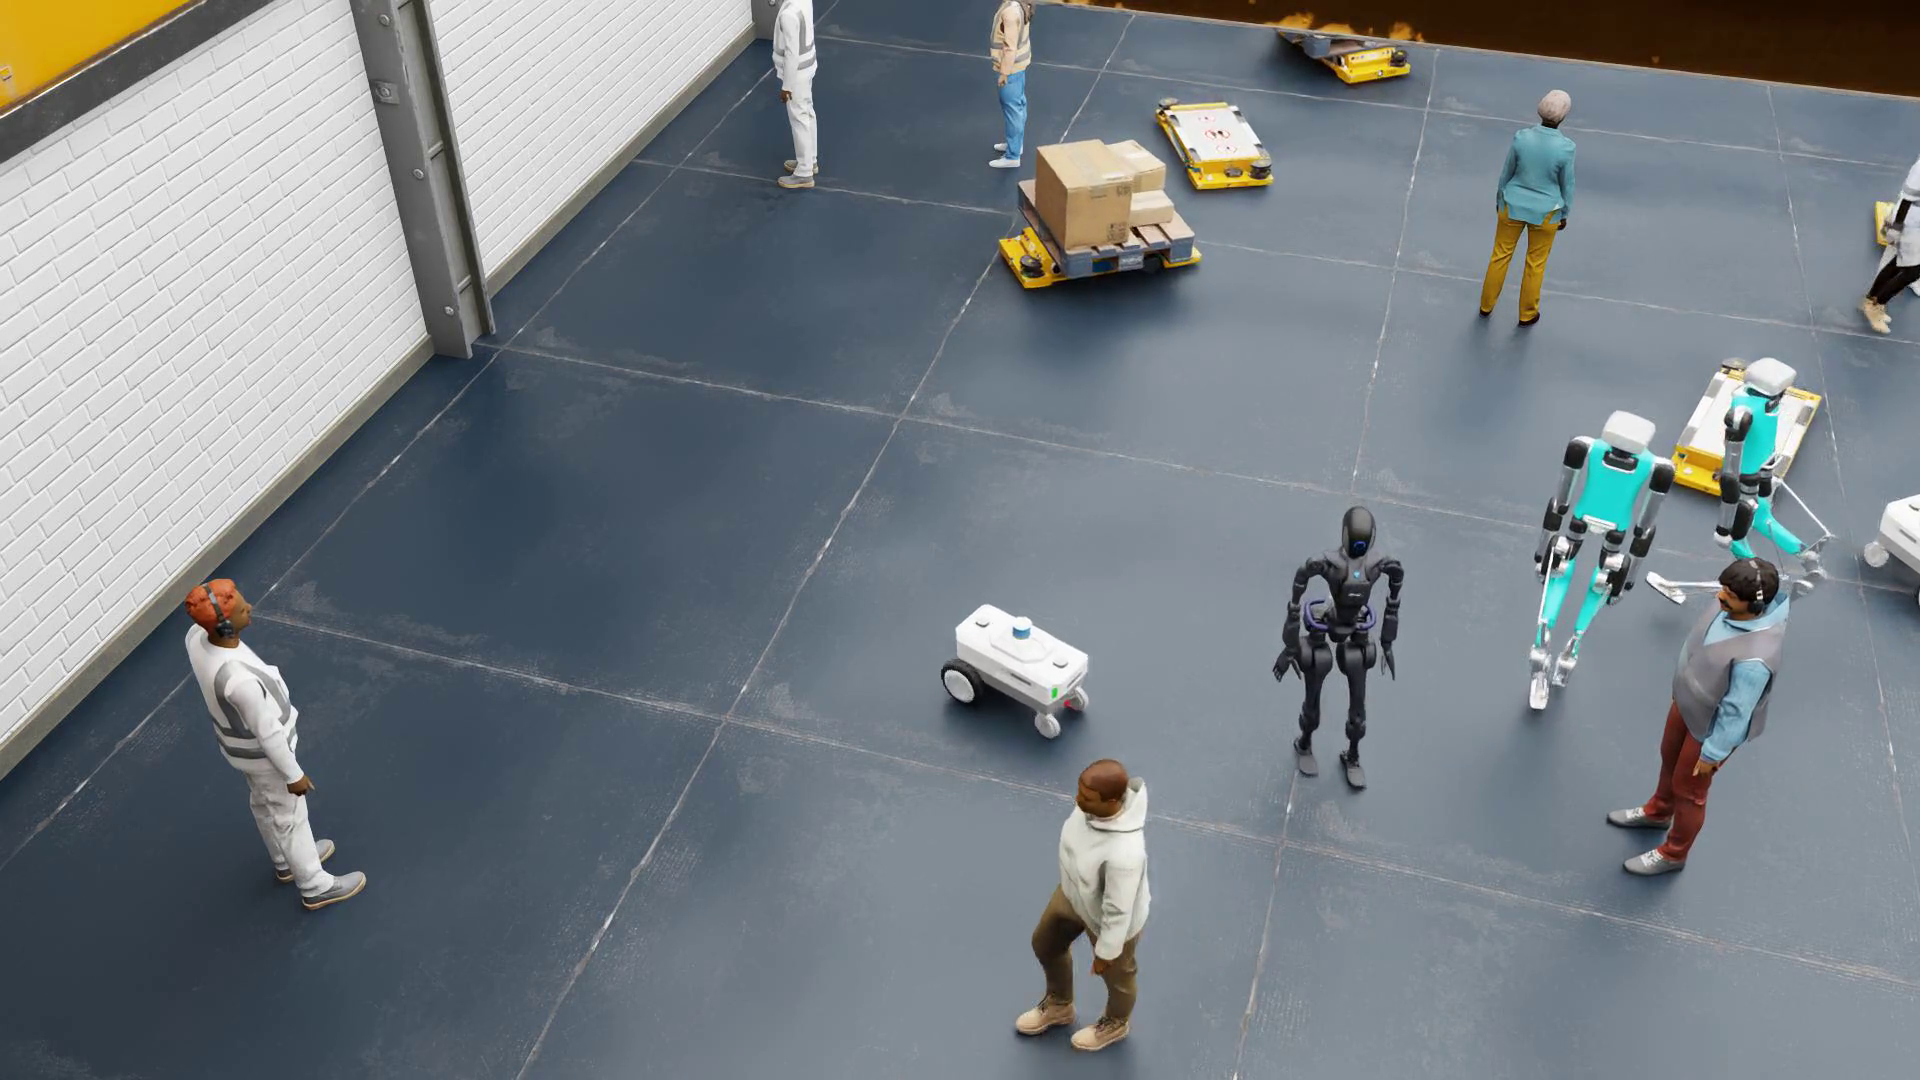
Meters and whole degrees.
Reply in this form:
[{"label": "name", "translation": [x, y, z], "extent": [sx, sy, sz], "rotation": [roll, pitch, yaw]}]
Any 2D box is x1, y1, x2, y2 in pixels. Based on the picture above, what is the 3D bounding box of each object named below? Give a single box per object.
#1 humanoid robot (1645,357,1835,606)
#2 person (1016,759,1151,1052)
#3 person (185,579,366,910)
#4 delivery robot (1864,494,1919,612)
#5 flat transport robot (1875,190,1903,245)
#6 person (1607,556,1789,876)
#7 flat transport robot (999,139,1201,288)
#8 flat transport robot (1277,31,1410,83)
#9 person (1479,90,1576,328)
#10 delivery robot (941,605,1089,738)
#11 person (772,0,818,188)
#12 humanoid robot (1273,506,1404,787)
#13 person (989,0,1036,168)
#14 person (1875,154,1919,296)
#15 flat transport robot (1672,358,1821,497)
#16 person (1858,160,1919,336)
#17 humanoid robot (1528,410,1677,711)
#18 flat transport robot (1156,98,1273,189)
[{"label": "humanoid robot", "translation": [4.375, -0.121, 8.968], "extent": [1.005, 1.705, 0.530], "rotation": [31, 48, 33]}, {"label": "person", "translation": [0.491, 1.560, 6.873], "extent": [0.627, 1.746, 0.550], "rotation": [-14, 41, -17]}, {"label": "person", "translation": [-3.152, 0.934, 7.556], "extent": [0.355, 1.882, 0.573], "rotation": [-30, 48, -32]}, {"label": "delivery robot", "translation": [5.715, 0.076, 9.668], "extent": [0.499, 0.577, 0.769], "rotation": [-14, 41, -17]}, {"label": "flat transport robot", "translation": [7.957, -2.400, 12.990], "extent": [1.431, 0.231, 0.659], "rotation": [14, 41, 16]}, {"label": "person", "translation": [3.473, 0.823, 7.705], "extent": [0.422, 1.869, 0.546], "rotation": [3, 39, 3]}, {"label": "flat transport robot", "translation": [1.076, -2.266, 12.823], "extent": [1.431, 0.231, 0.659], "rotation": [-10, 40, -13]}, {"label": "flat transport robot", "translation": [3.642, -4.768, 15.935], "extent": [0.659, 0.231, 1.431], "rotation": [-14, 41, -16]}, {"label": "person", "translation": [4.023, -2.322, 11.707], "extent": [0.523, 1.755, 0.341], "rotation": [21, 43, 24]}, {"label": "delivery robot", "translation": [0.306, 0.666, 8.962], "extent": [0.807, 0.613, 0.499], "rotation": [26, 46, 29]}, {"label": "person", "translation": [-1.335, -3.766, 13.402], "extent": [0.356, 1.882, 0.574], "rotation": [4, 39, 5]}, {"label": "humanoid robot", "translation": [1.873, 0.532, 8.212], "extent": [0.608, 1.651, 0.370], "rotation": [-2, 39, -2]}, {"label": "person", "translation": [0.429, -3.923, 13.722], "extent": [0.373, 1.726, 0.486], "rotation": [7, 39, 8]}, {"label": "person", "translation": [7.080, -2.512, 12.032], "extent": [0.513, 1.641, 0.308], "rotation": [-3, 39, -4]}, {"label": "flat transport robot", "translation": [5.144, -0.708, 10.885], "extent": [0.659, 0.231, 1.431], "rotation": [23, 44, 25]}, {"label": "person", "translation": [6.724, -2.215, 11.636], "extent": [0.549, 1.667, 0.472], "rotation": [-24, 45, -27]}, {"label": "humanoid robot", "translation": [3.175, 0.249, 8.535], "extent": [0.538, 1.787, 0.825], "rotation": [18, 42, 21]}, {"label": "flat transport robot", "translation": [2.167, -3.412, 14.248], "extent": [0.659, 0.231, 1.431], "rotation": [-5, 39, -7]}]
